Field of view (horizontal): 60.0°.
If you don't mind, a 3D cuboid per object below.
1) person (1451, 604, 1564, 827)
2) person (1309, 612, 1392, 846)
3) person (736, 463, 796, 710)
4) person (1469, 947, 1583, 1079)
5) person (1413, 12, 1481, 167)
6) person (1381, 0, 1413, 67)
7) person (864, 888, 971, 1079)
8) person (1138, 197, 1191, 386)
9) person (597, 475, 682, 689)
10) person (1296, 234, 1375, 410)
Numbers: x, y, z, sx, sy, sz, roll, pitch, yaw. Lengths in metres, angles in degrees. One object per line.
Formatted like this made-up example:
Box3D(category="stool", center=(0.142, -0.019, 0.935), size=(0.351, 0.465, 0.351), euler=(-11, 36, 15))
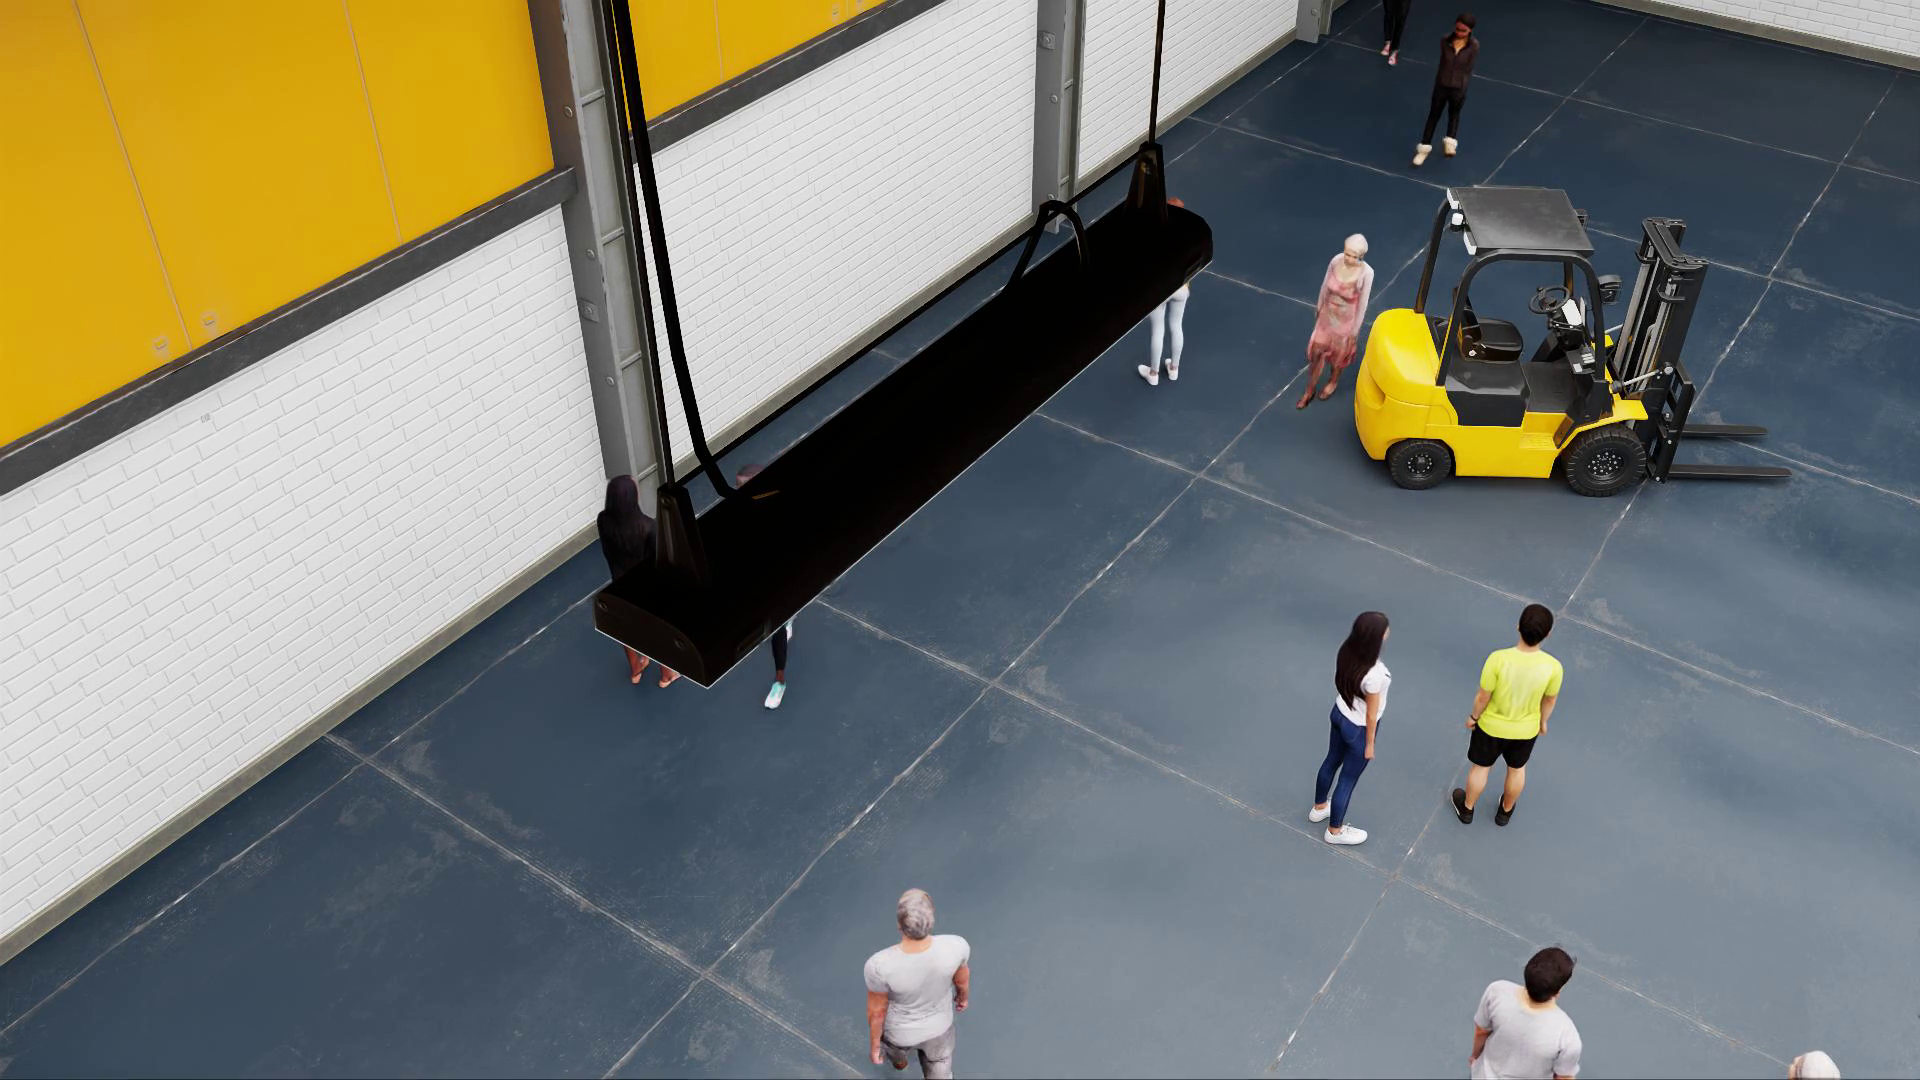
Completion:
Box3D(category="person", center=(3.363, 1.090, 10.158), size=(0.698, 1.708, 0.681), euler=(6, 39, 8))
Box3D(category="person", center=(2.369, 1.126, 10.060), size=(0.714, 1.775, 0.665), euler=(-8, 39, -10))
Box3D(category="person", center=(-1.269, 0.169, 11.270), size=(0.843, 1.761, 1.238), euler=(11, 40, 13))
Box3D(category="person", center=(2.692, 2.624, 8.092), size=(0.705, 1.890, 0.613), euler=(31, 48, 33))
Box3D(category="person", center=(5.116, -4.697, 17.446), size=(0.664, 1.657, 0.755), euler=(19, 42, 22))
Box3D(category="person", center=(5.229, -6.605, 19.773), size=(0.739, 1.734, 0.982), euler=(17, 42, 20))
Box3D(category="person", center=(-0.183, 2.504, 8.334), size=(1.242, 1.775, 1.256), euler=(-9, 39, -11))
Box3D(category="person", center=(1.768, -2.116, 14.139), size=(0.670, 1.751, 0.744), euler=(-11, 40, -14))
Box3D(category="person", center=(-2.156, 0.279, 11.163), size=(0.668, 1.721, 0.612), euler=(11, 40, 14))
Box3D(category="person", center=(3.224, -1.884, 13.918), size=(0.632, 1.663, 0.737), euler=(29, 47, 31))
